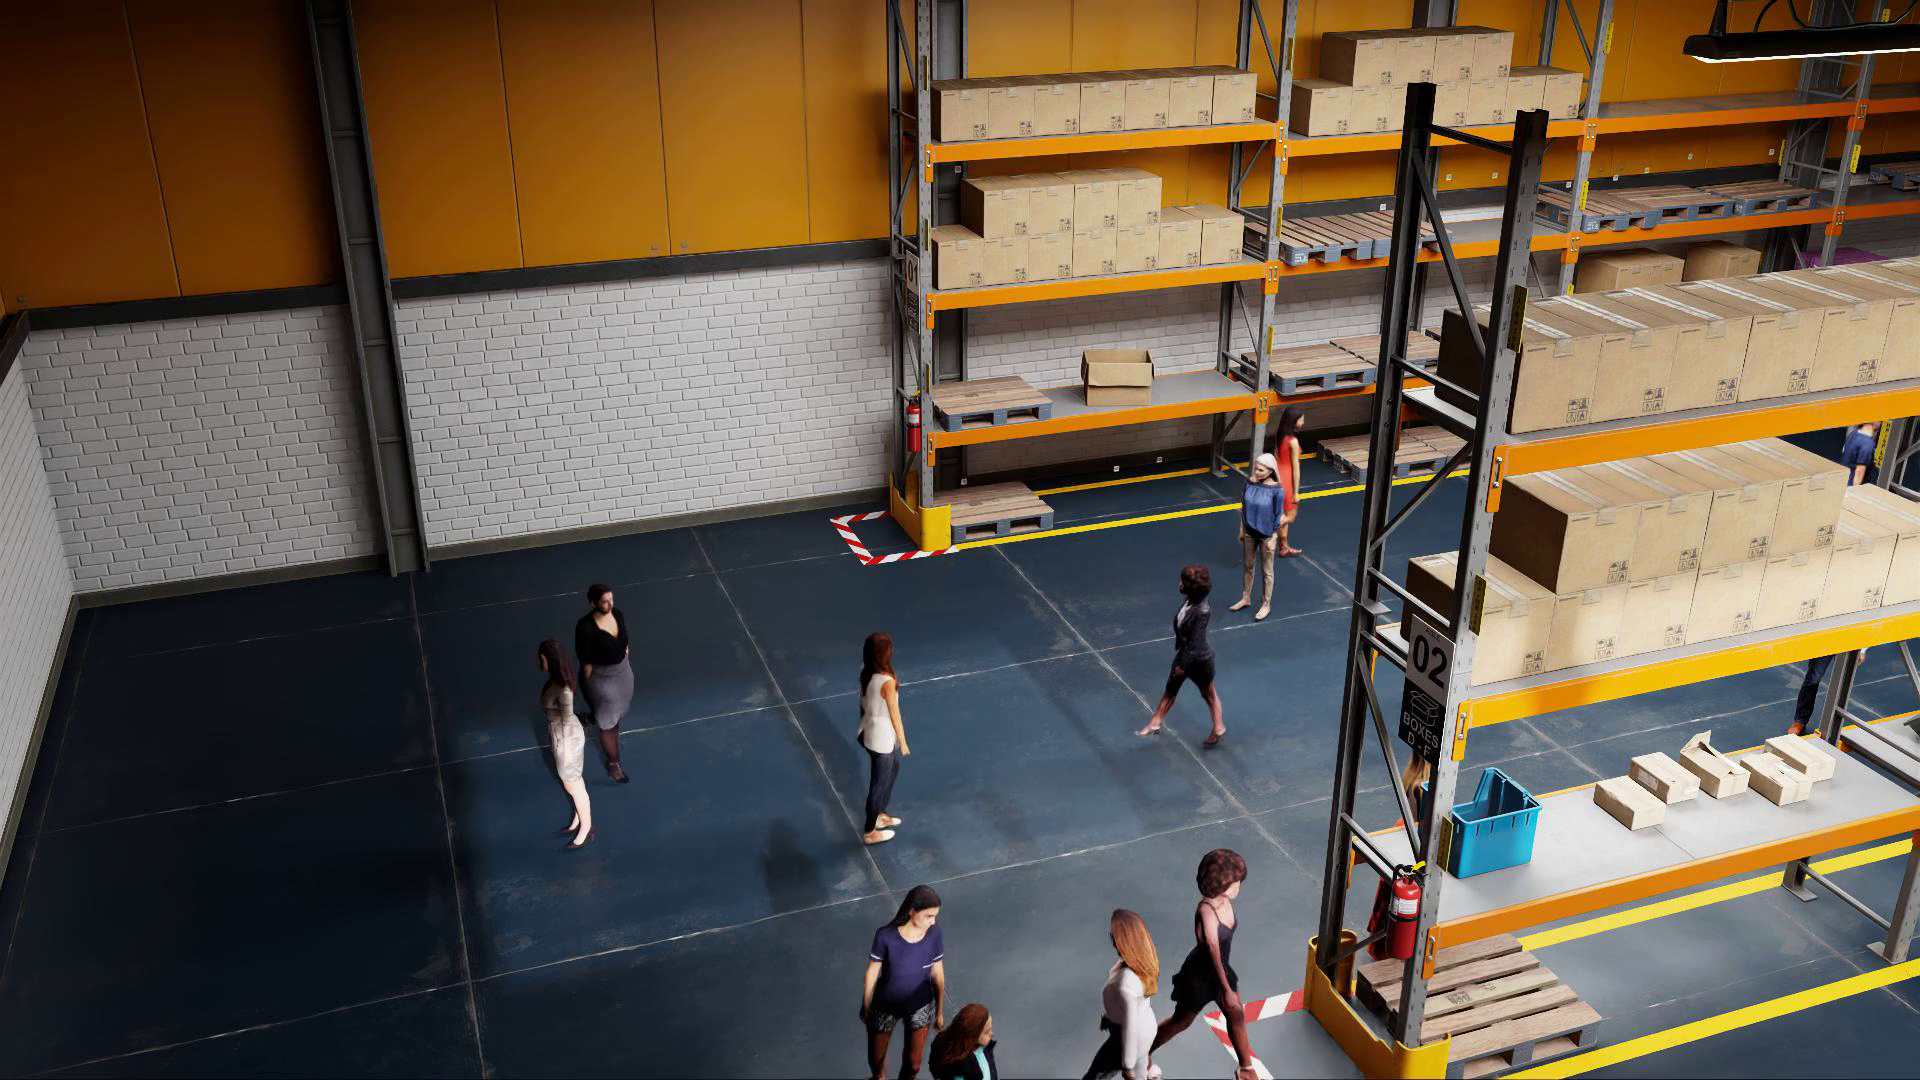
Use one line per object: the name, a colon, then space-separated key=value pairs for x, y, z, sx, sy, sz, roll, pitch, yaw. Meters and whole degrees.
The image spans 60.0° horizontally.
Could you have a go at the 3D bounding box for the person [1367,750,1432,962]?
person: x=3.041 y=2.066 z=11.216 sx=0.767 sy=1.800 sz=0.732 roll=6 pitch=24 yaw=13

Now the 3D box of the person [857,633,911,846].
person: x=-0.692 y=1.520 z=12.497 sx=0.645 sy=1.774 sz=0.650 roll=-12 pitch=26 yaw=-26

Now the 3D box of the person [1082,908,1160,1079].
person: x=1.053 y=2.880 z=9.428 sx=0.832 sy=1.741 sz=0.765 roll=7 pitch=25 yaw=16

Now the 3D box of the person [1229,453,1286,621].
person: x=2.930 y=-0.064 z=16.208 sx=0.700 sy=1.703 sz=0.708 roll=21 pitch=31 yaw=40

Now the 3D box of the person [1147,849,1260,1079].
person: x=1.382 y=2.632 z=9.999 sx=1.072 sy=1.737 sz=1.044 roll=11 pitch=26 yaw=23

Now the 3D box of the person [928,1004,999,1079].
person: x=-0.034 y=3.168 z=9.106 sx=1.000 sy=1.470 sz=0.956 roll=12 pitch=26 yaw=26

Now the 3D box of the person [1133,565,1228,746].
person: x=2.046 y=1.000 z=13.829 sx=1.052 sy=1.659 sz=0.713 roll=-5 pitch=24 yaw=-11

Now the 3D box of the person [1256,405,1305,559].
person: x=3.318 y=-0.569 z=17.359 sx=0.893 sy=1.708 sz=0.630 roll=-7 pitch=25 yaw=-15

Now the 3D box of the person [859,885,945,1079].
person: x=-0.368 y=2.735 z=9.775 sx=0.737 sy=1.728 sz=0.807 roll=0 pitch=24 yaw=0

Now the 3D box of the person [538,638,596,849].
person: x=-2.961 y=1.517 z=12.541 sx=0.501 sy=1.745 sz=0.576 roll=-9 pitch=25 yaw=-19

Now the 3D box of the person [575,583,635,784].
person: x=-2.934 y=1.127 z=13.442 sx=1.016 sy=1.738 sz=1.002 roll=15 pitch=28 yaw=31
